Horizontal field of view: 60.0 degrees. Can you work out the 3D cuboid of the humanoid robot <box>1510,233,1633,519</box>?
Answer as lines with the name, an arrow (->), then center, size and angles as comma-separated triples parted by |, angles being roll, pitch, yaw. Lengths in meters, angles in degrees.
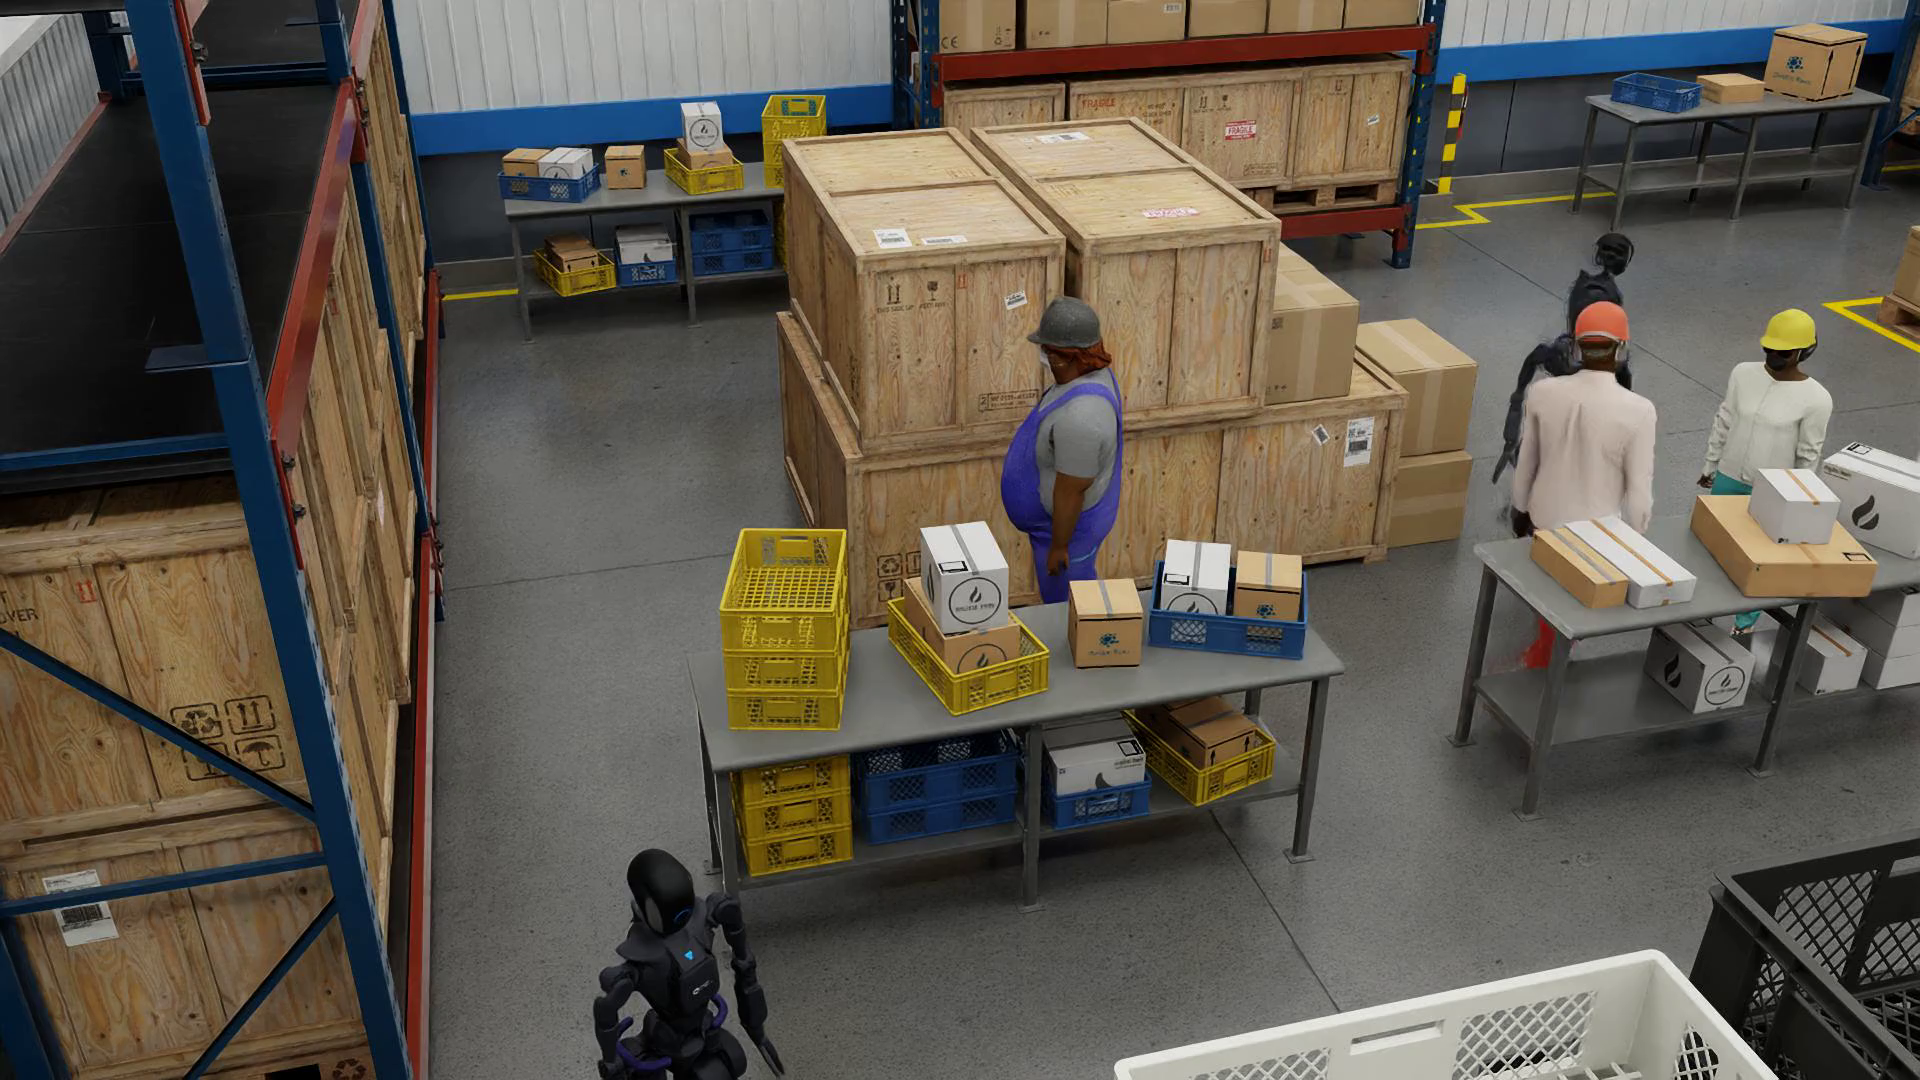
humanoid robot -> 3.428, -0.905, 9.319 | 0.386, 1.632, 0.662 | 17, 33, 28

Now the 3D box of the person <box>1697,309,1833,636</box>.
person -> 3.855, -0.287, 8.084 | 0.311, 1.768, 0.522 | -21, 35, -33

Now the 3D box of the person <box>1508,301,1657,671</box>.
person -> 2.751, -0.083, 7.524 | 0.707, 1.950, 0.668 | -21, 35, -34

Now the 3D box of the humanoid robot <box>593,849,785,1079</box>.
humanoid robot -> -0.791, 1.552, 4.839 | 0.333, 1.648, 0.592 | 22, 36, 35

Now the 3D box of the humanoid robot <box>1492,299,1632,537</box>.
humanoid robot -> 3.069, -0.446, 8.515 | 0.552, 1.615, 0.784 | 15, 32, 25

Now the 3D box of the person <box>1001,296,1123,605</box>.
person -> 0.453, -0.144, 7.544 | 0.536, 2.000, 0.680 | 5, 29, 8
